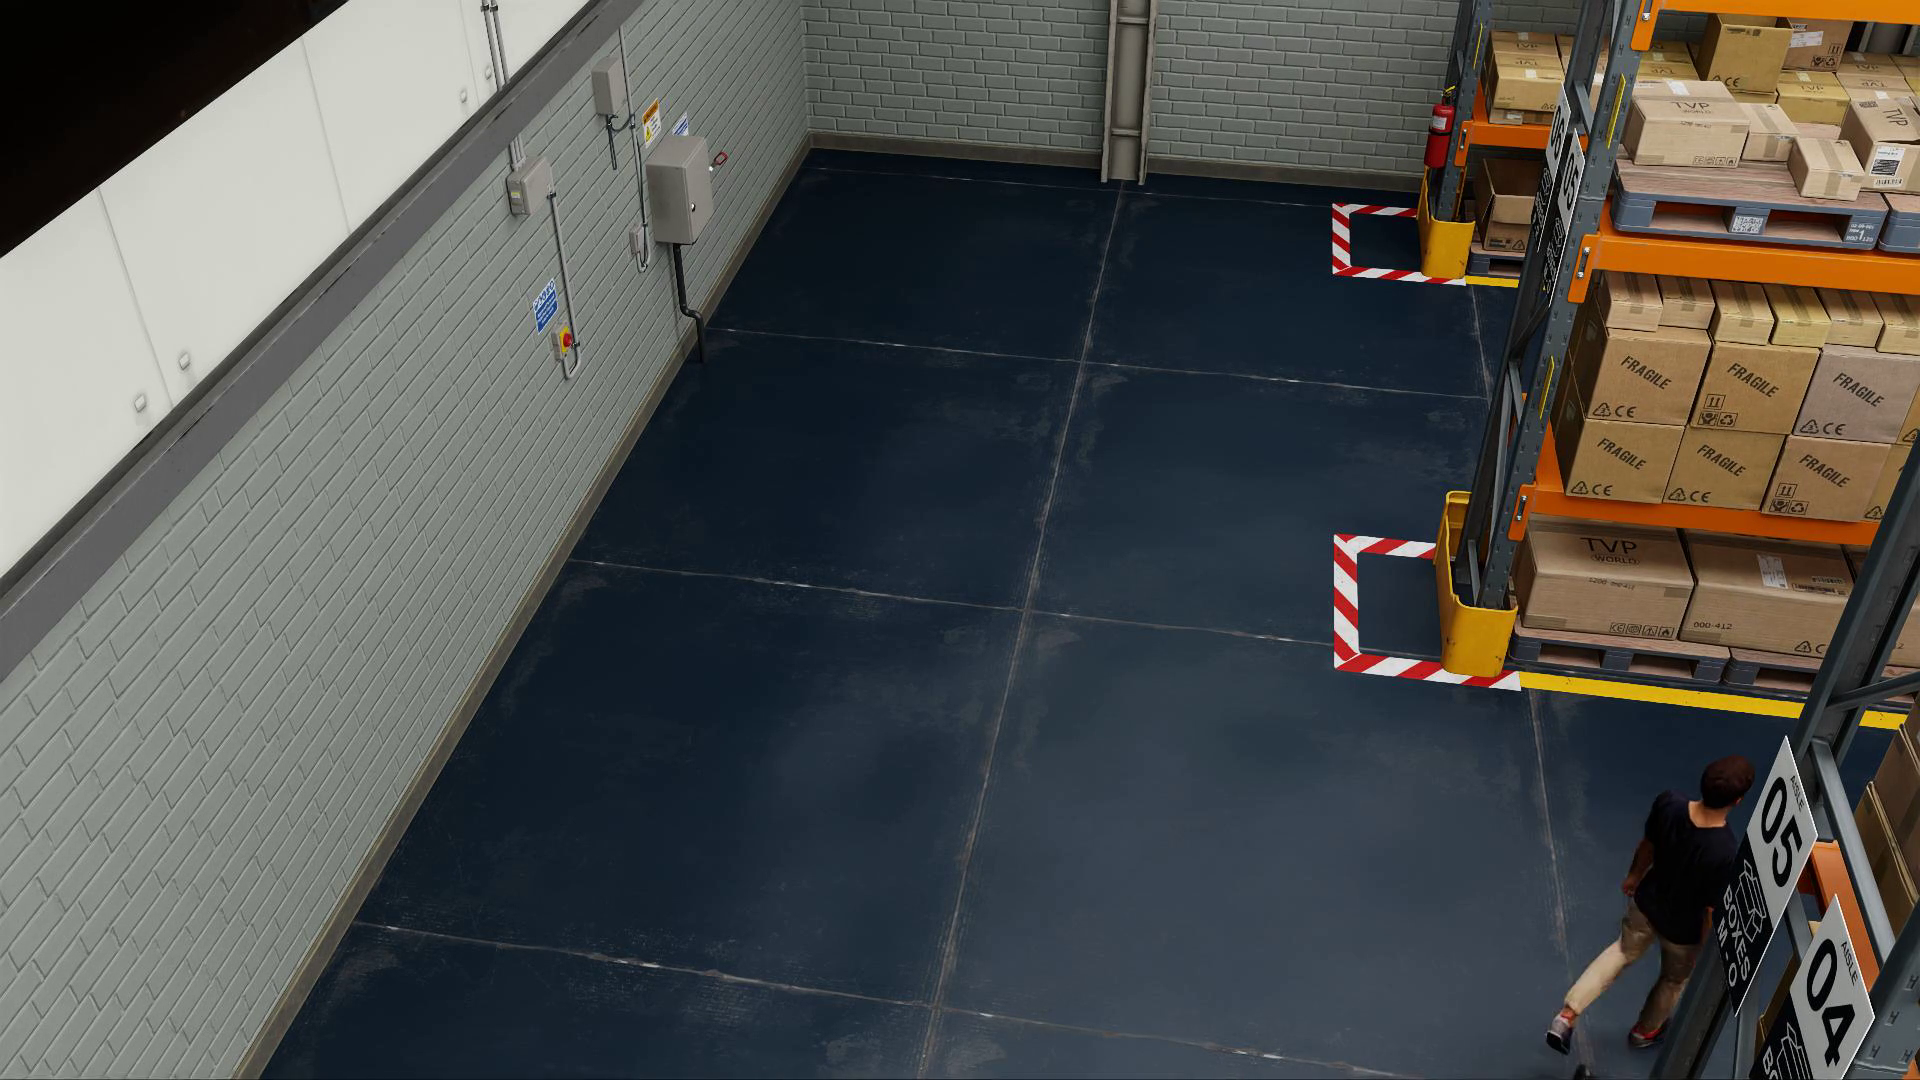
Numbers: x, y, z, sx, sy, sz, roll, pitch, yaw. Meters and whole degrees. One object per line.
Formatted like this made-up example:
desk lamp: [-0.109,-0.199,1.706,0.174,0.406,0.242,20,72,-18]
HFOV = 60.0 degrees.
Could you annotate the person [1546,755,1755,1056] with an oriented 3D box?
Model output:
person: [2.993,1.640,7.155,1.112,1.834,1.002,-17,41,-21]
